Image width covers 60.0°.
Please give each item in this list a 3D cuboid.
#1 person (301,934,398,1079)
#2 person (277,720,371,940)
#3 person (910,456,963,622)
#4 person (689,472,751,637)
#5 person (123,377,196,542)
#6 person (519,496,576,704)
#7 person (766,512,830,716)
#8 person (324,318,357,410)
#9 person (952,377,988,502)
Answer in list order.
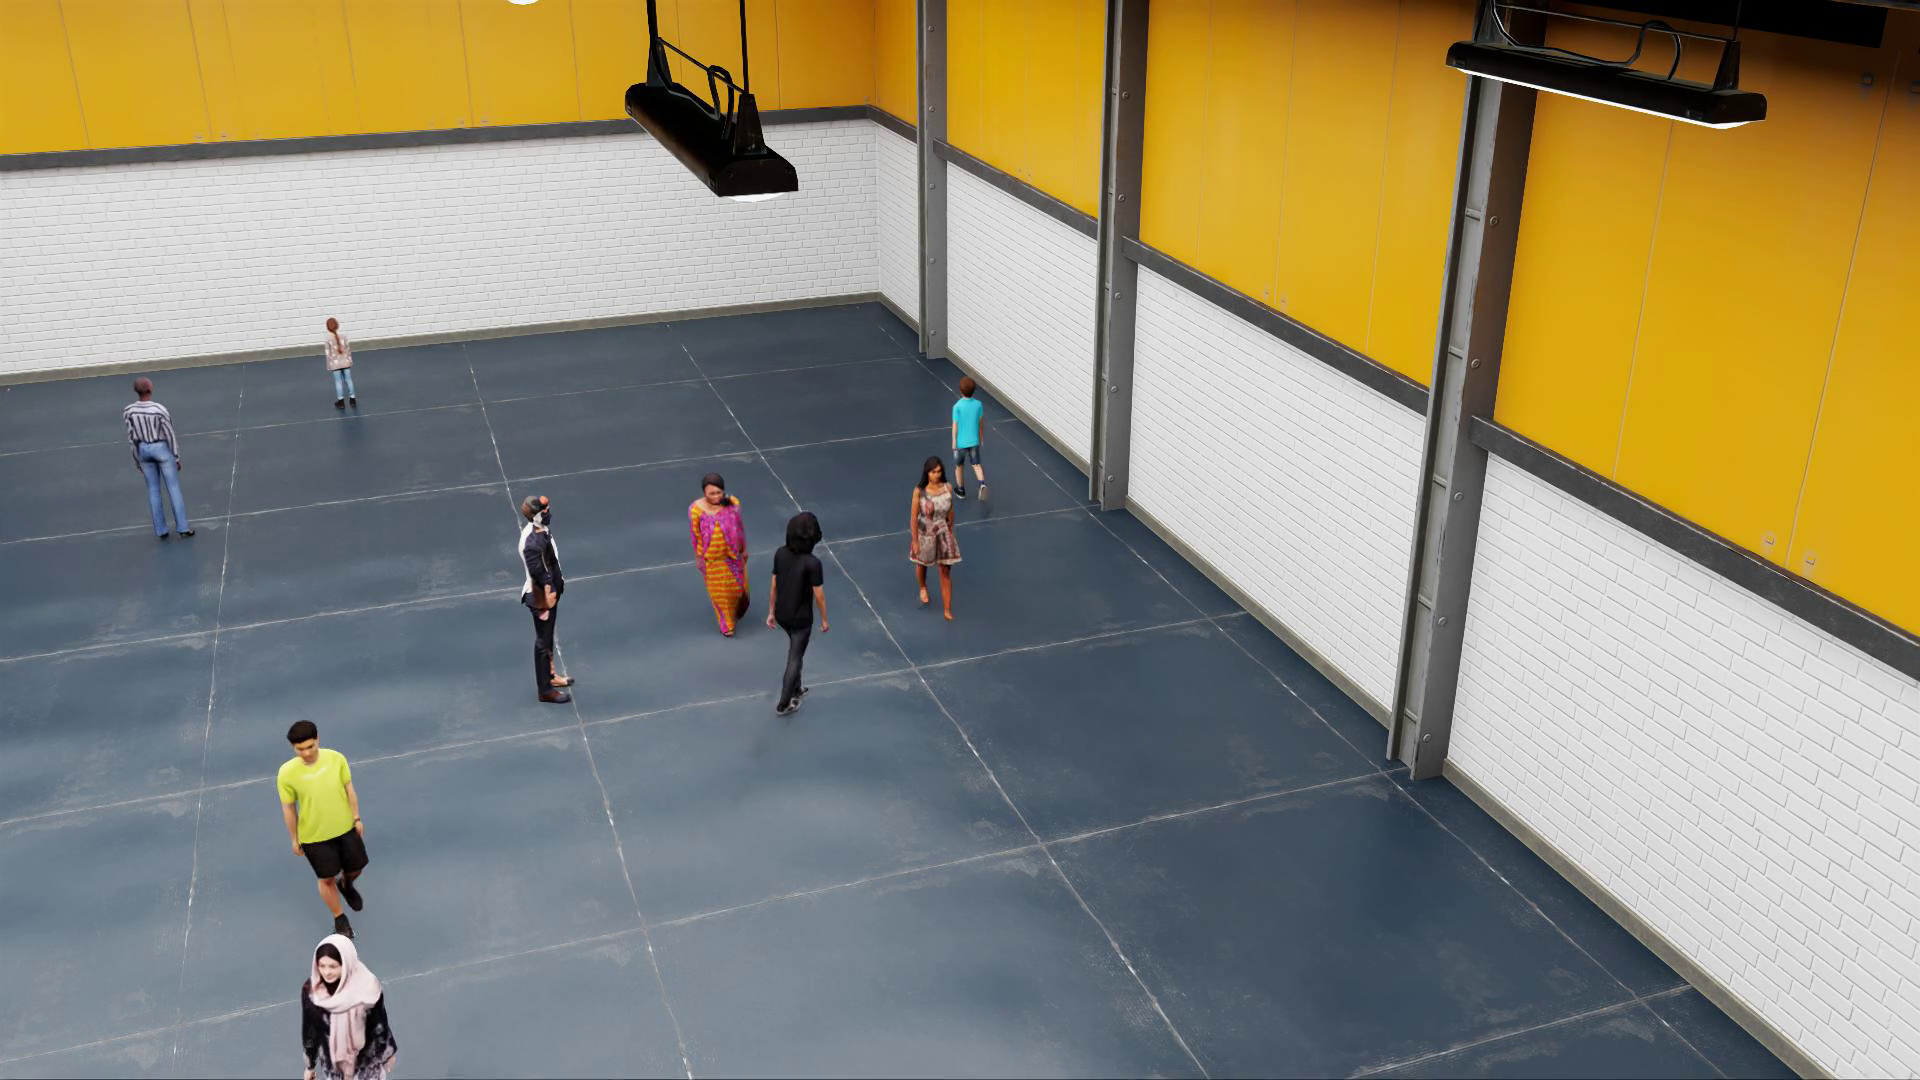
[{"bbox_3d":[-3.356,2.828,9.306,0.776,1.620,0.829,5,24,11],"label":"person"},{"bbox_3d":[-4.336,1.916,11.302,0.741,1.691,0.805,-17,29,-34],"label":"person"},{"bbox_3d":[-0.278,-0.062,15.945,0.668,1.596,1.135,-7,25,-16],"label":"person"},{"bbox_3d":[-2.232,0.088,15.536,0.721,1.650,0.793,-8,25,-17],"label":"person"},{"bbox_3d":[-8.448,-0.851,17.505,0.678,1.794,0.643,-1,24,-3],"label":"person"},{"bbox_3d":[-3.598,0.483,14.331,0.782,1.892,0.601,-3,24,-7],"label":"person"},{"bbox_3d":[-1.447,0.671,14.019,0.827,1.797,0.892,14,27,28],"label":"person"},{"bbox_3d":[-8.045,-2.299,21.569,0.528,1.192,0.530,-15,28,-31],"label":"person"},{"bbox_3d":[0.108,-1.101,18.522,0.546,1.437,0.814,-10,26,-22],"label":"person"}]
